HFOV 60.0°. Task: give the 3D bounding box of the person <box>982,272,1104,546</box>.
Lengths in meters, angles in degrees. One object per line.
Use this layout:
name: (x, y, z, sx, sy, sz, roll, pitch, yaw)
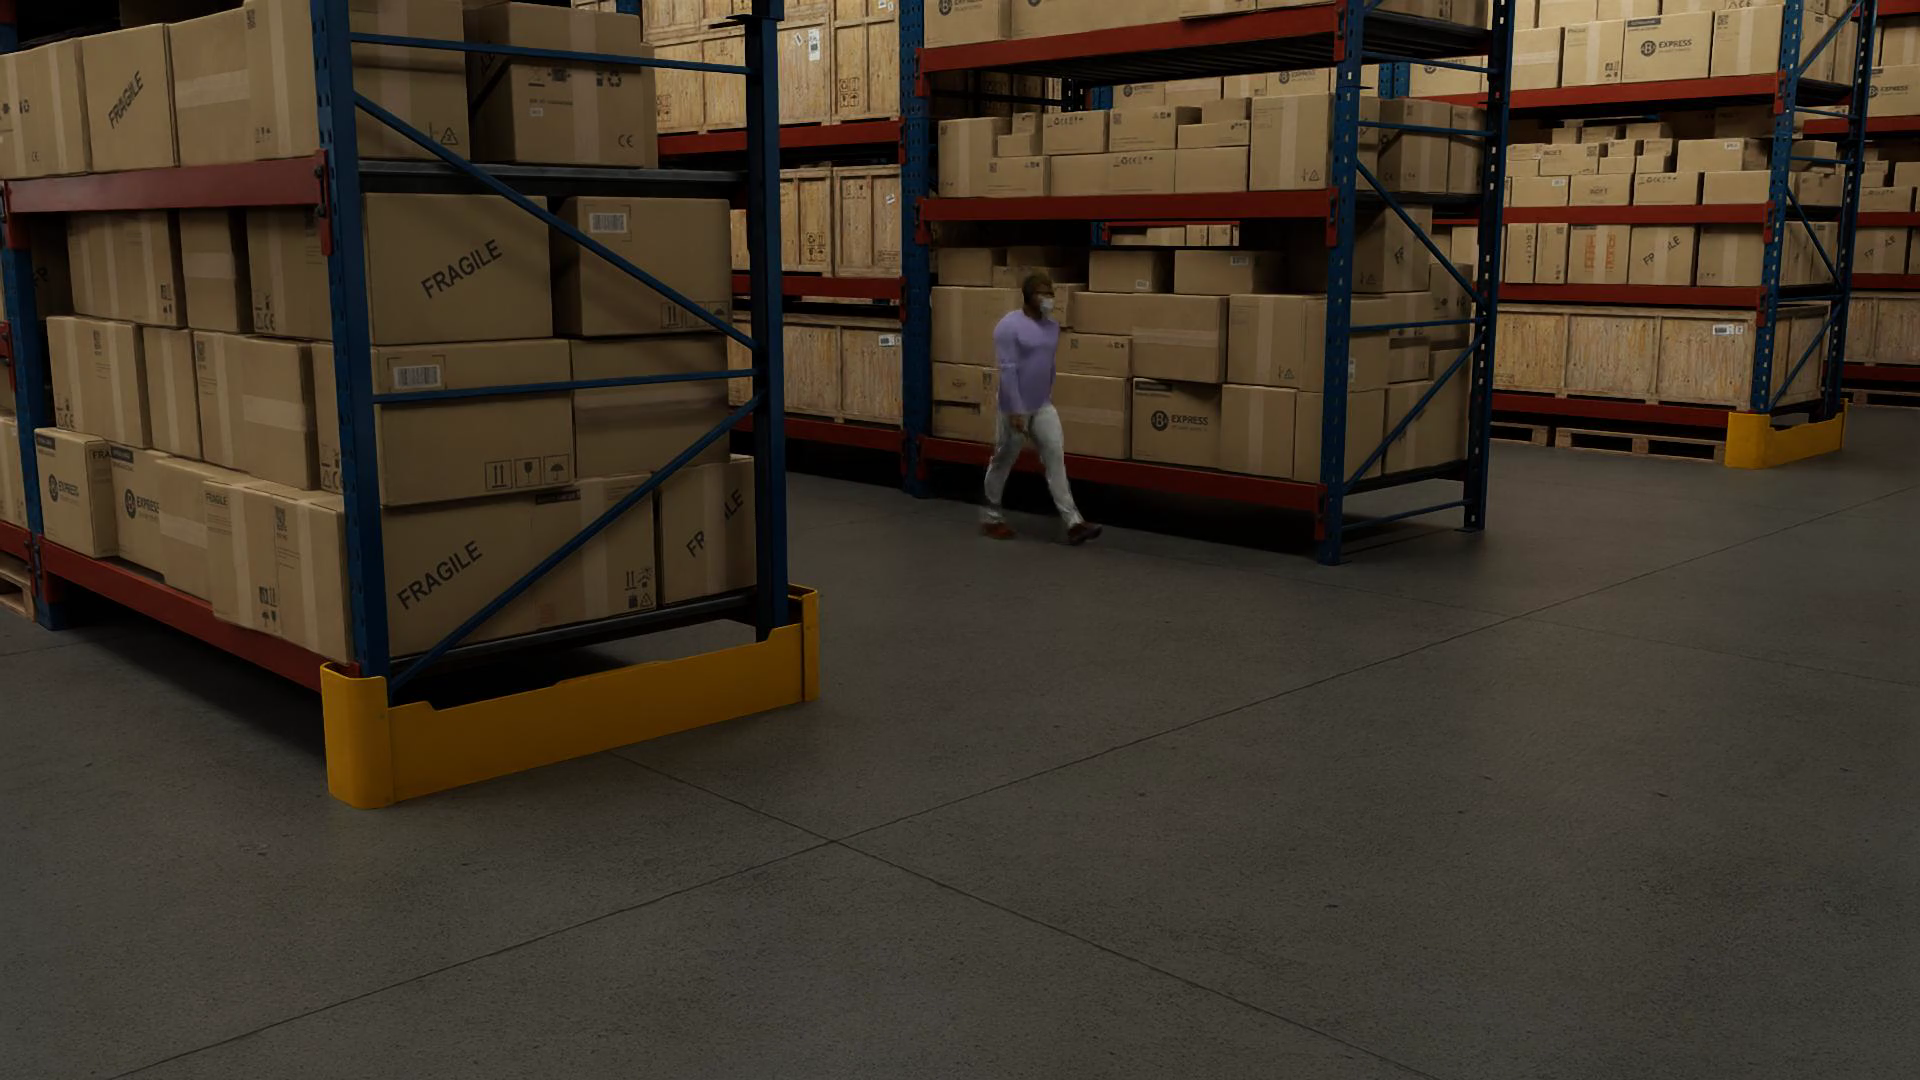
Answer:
person: (0.528, -0.885, 11.420, 0.637, 1.874, 1.046, -9, 14, -41)
